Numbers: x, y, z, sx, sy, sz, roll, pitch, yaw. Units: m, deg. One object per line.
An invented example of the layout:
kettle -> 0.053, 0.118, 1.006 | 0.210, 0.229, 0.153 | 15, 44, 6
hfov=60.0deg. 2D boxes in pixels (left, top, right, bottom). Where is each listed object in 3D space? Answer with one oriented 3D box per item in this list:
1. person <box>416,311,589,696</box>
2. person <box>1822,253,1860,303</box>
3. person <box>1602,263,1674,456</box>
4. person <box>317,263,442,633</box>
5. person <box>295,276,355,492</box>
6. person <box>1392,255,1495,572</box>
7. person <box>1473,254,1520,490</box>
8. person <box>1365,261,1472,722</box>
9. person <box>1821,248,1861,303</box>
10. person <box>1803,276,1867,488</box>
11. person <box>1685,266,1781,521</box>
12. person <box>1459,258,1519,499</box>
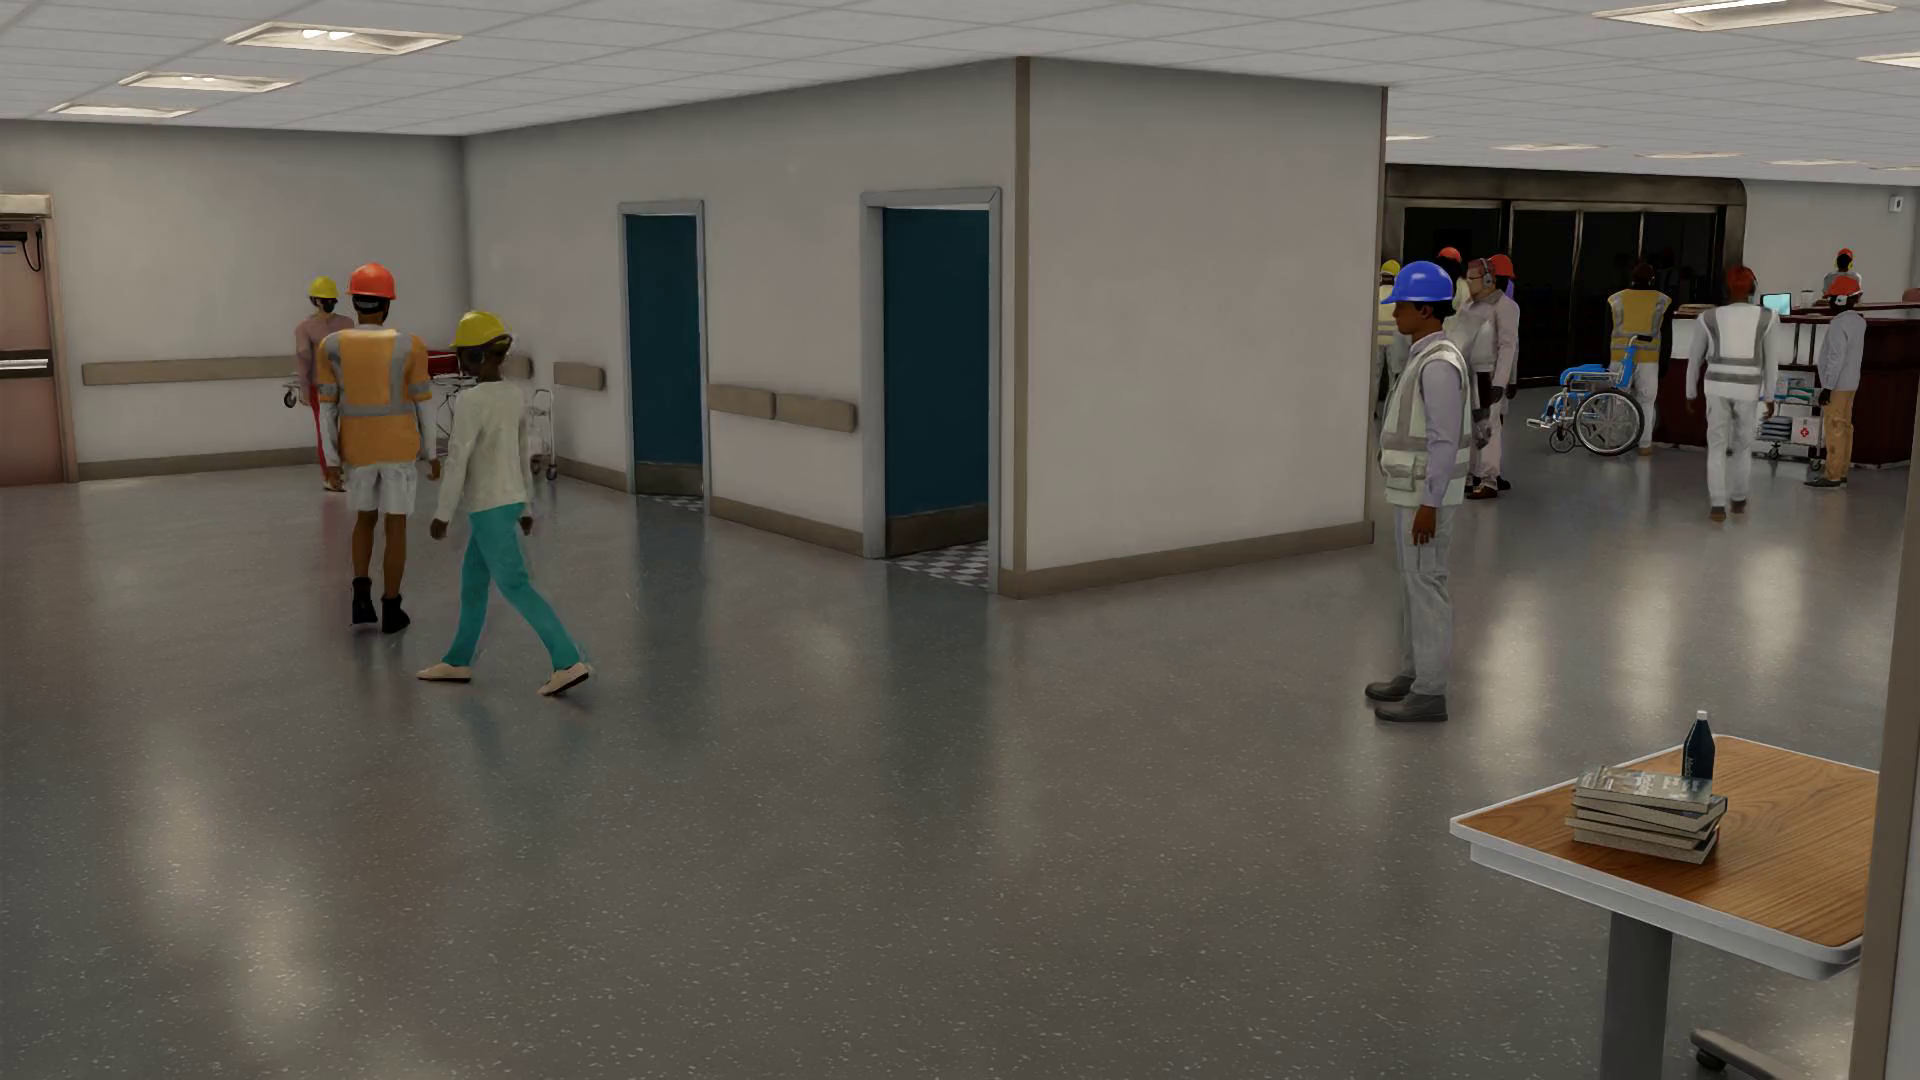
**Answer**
person -> -2.073, -0.164, 7.468 | 0.888, 1.727, 0.522 | 1, 10, 8
person -> 13.336, -3.404, 25.239 | 0.533, 1.868, 0.310 | 6, 12, 31
person -> 6.459, -1.716, 15.890 | 0.631, 1.835, 0.429 | 4, 11, 23
person -> -3.014, -0.471, 8.658 | 0.550, 1.917, 0.399 | 0, 10, -2
person -> -5.130, -1.262, 13.533 | 0.396, 1.750, 0.552 | 9, 13, 40
person -> 2.944, -0.757, 10.192 | 0.628, 1.935, 0.795 | 3, 11, 17
person -> 4.357, -1.368, 13.670 | 0.380, 1.931, 0.545 | -7, 12, -34
person -> 1.953, -0.202, 7.072 | 0.395, 1.945, 0.618 | 1, 10, 8
person -> 13.471, -3.478, 25.444 | 0.552, 1.942, 0.342 | 9, 14, 42
person -> 7.268, -1.305, 13.797 | 0.326, 1.752, 0.560 | 9, 14, 42
person -> 5.697, -1.089, 12.300 | 0.605, 1.850, 0.808 | 4, 11, 24
person -> 4.109, -1.277, 13.235 | 0.406, 1.902, 0.636 | -4, 11, -20
